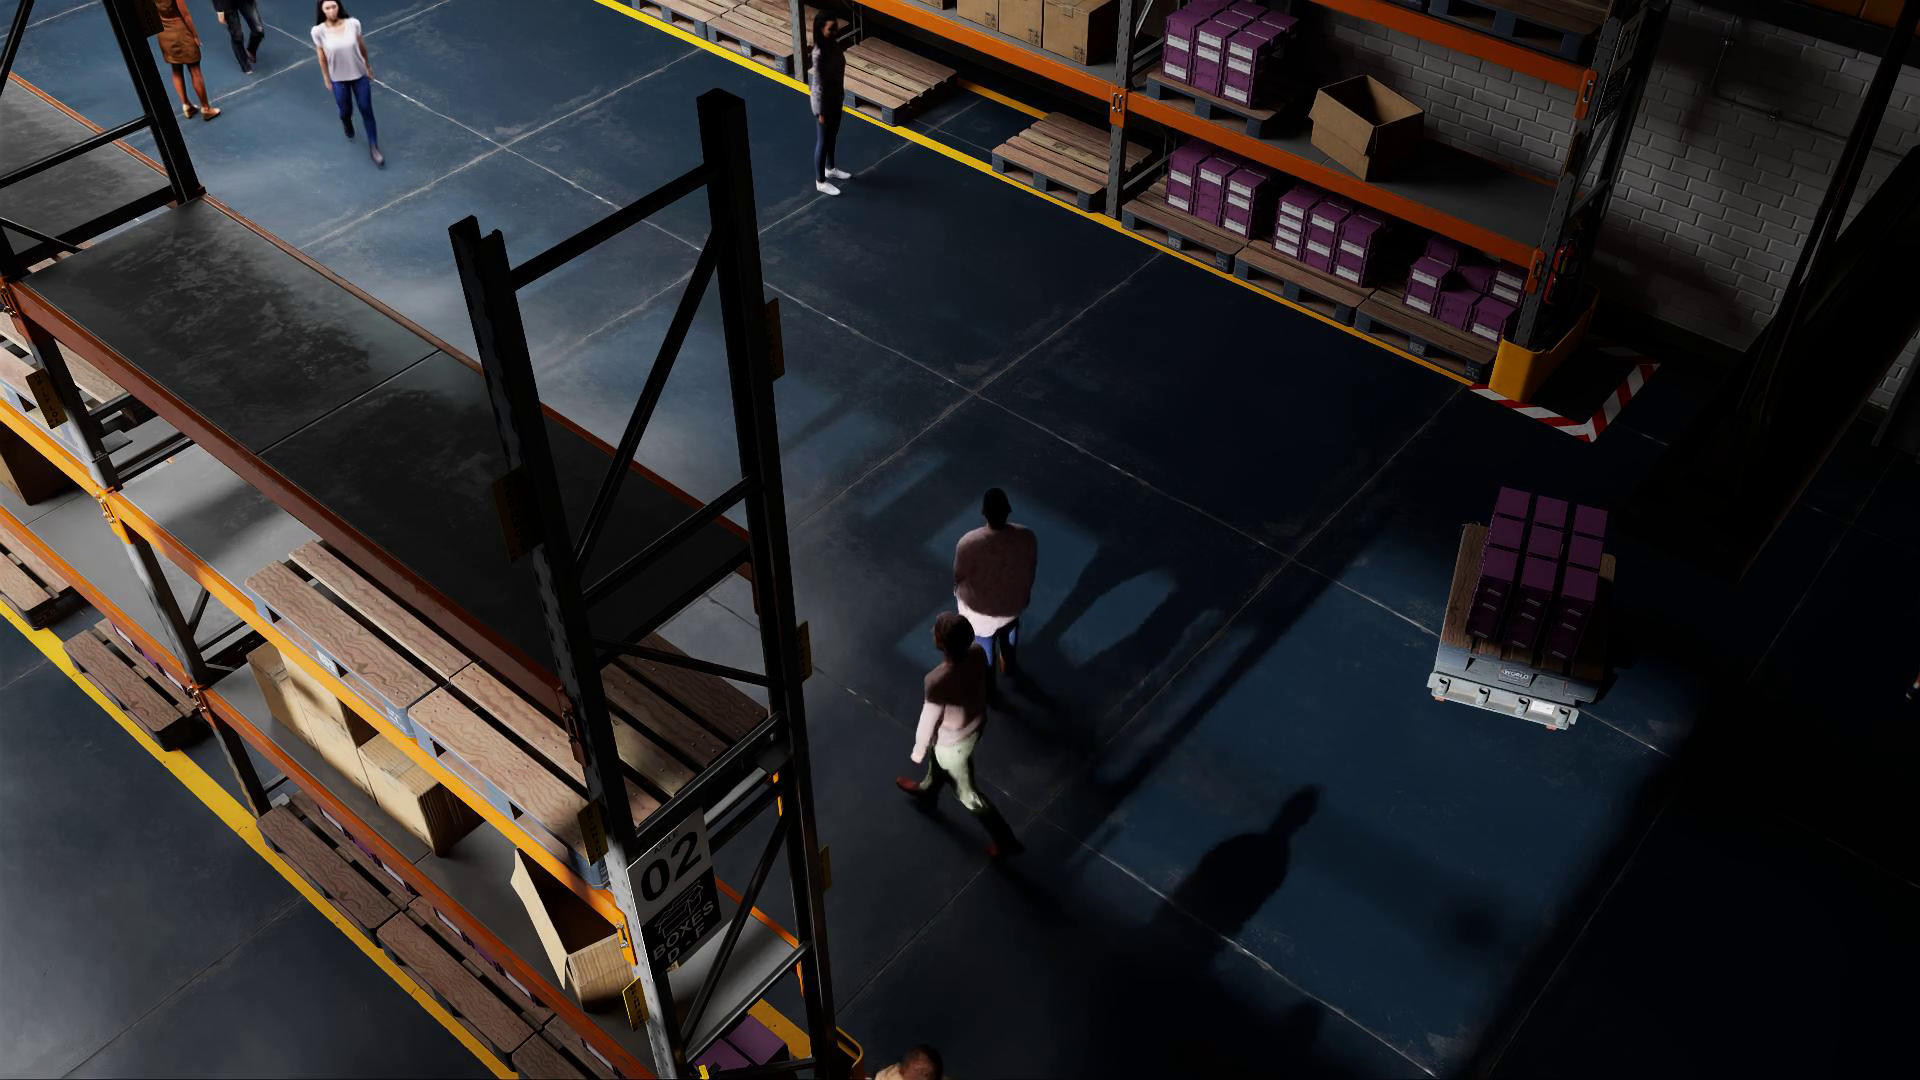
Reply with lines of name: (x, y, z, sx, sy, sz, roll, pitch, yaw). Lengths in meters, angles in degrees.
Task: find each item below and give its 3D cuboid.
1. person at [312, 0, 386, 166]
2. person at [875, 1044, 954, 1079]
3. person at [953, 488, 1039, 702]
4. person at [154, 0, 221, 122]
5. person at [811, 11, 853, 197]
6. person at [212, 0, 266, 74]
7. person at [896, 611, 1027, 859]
person: (-5.762, -4.365, 15.635, 0.784, 1.671, 0.990, -23, 48, -22)
person: (-0.119, 2.823, 7.982, 1.189, 1.820, 0.925, 17, 46, 17)
person: (0.230, 0.392, 10.599, 0.843, 1.730, 0.886, -10, 45, -10)
person: (-7.626, -4.889, 16.176, 0.591, 1.684, 0.700, 9, 44, 9)
person: (-1.207, -4.029, 15.239, 0.647, 1.731, 0.677, 13, 45, 13)
person: (-7.476, -5.488, 16.965, 0.764, 1.769, 0.704, -33, 53, -30)
person: (0.050, 1.175, 9.688, 1.267, 1.853, 0.792, 23, 48, 22)
